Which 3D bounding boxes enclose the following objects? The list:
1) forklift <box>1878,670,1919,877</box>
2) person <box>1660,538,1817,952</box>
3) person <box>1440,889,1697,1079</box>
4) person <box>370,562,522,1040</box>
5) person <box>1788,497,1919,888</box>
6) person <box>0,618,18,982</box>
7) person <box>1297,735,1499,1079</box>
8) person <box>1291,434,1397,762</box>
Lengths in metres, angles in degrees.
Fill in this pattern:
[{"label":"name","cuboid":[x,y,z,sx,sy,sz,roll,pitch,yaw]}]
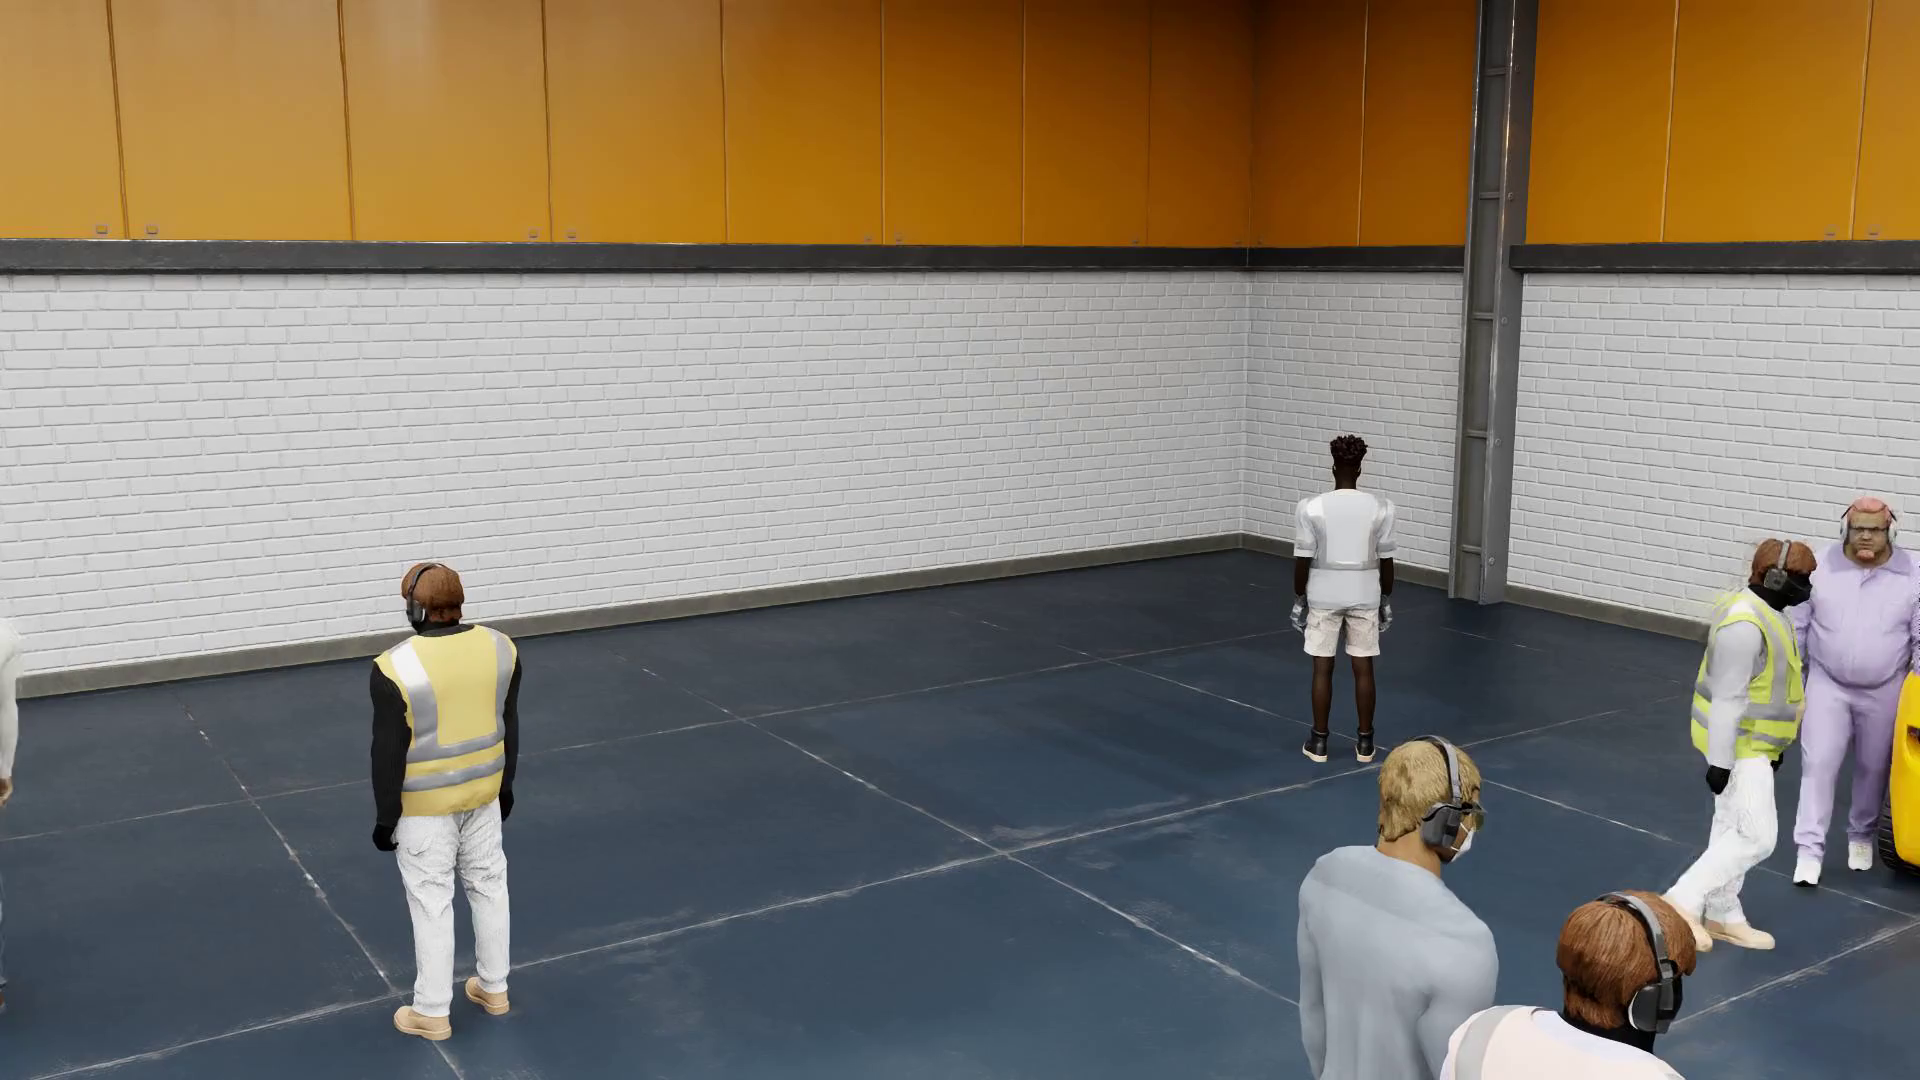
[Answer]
[{"label":"forklift","cuboid":[5.511,0.571,7.906,2.313,2.155,1.214,-6,11,-33]},{"label":"person","cuboid":[3.372,0.884,7.141,0.433,1.819,0.642,6,11,32]},{"label":"person","cuboid":[1.195,1.541,3.122,0.429,1.842,0.634,-6,11,-32]},{"label":"person","cuboid":[-1.991,0.994,6.424,0.429,1.842,0.629,8,12,39]},{"label":"person","cuboid":[4.273,0.730,7.925,0.660,1.870,0.924,5,11,27]},{"label":"person","cuboid":[-3.963,0.948,6.445,0.438,1.924,0.661,4,10,22]},{"label":"person","cuboid":[0.998,1.388,3.770,0.370,1.934,0.627,-4,10,-21]},{"label":"person","cuboid":[2.279,0.351,9.912,0.609,1.964,0.367,1,9,4]}]
